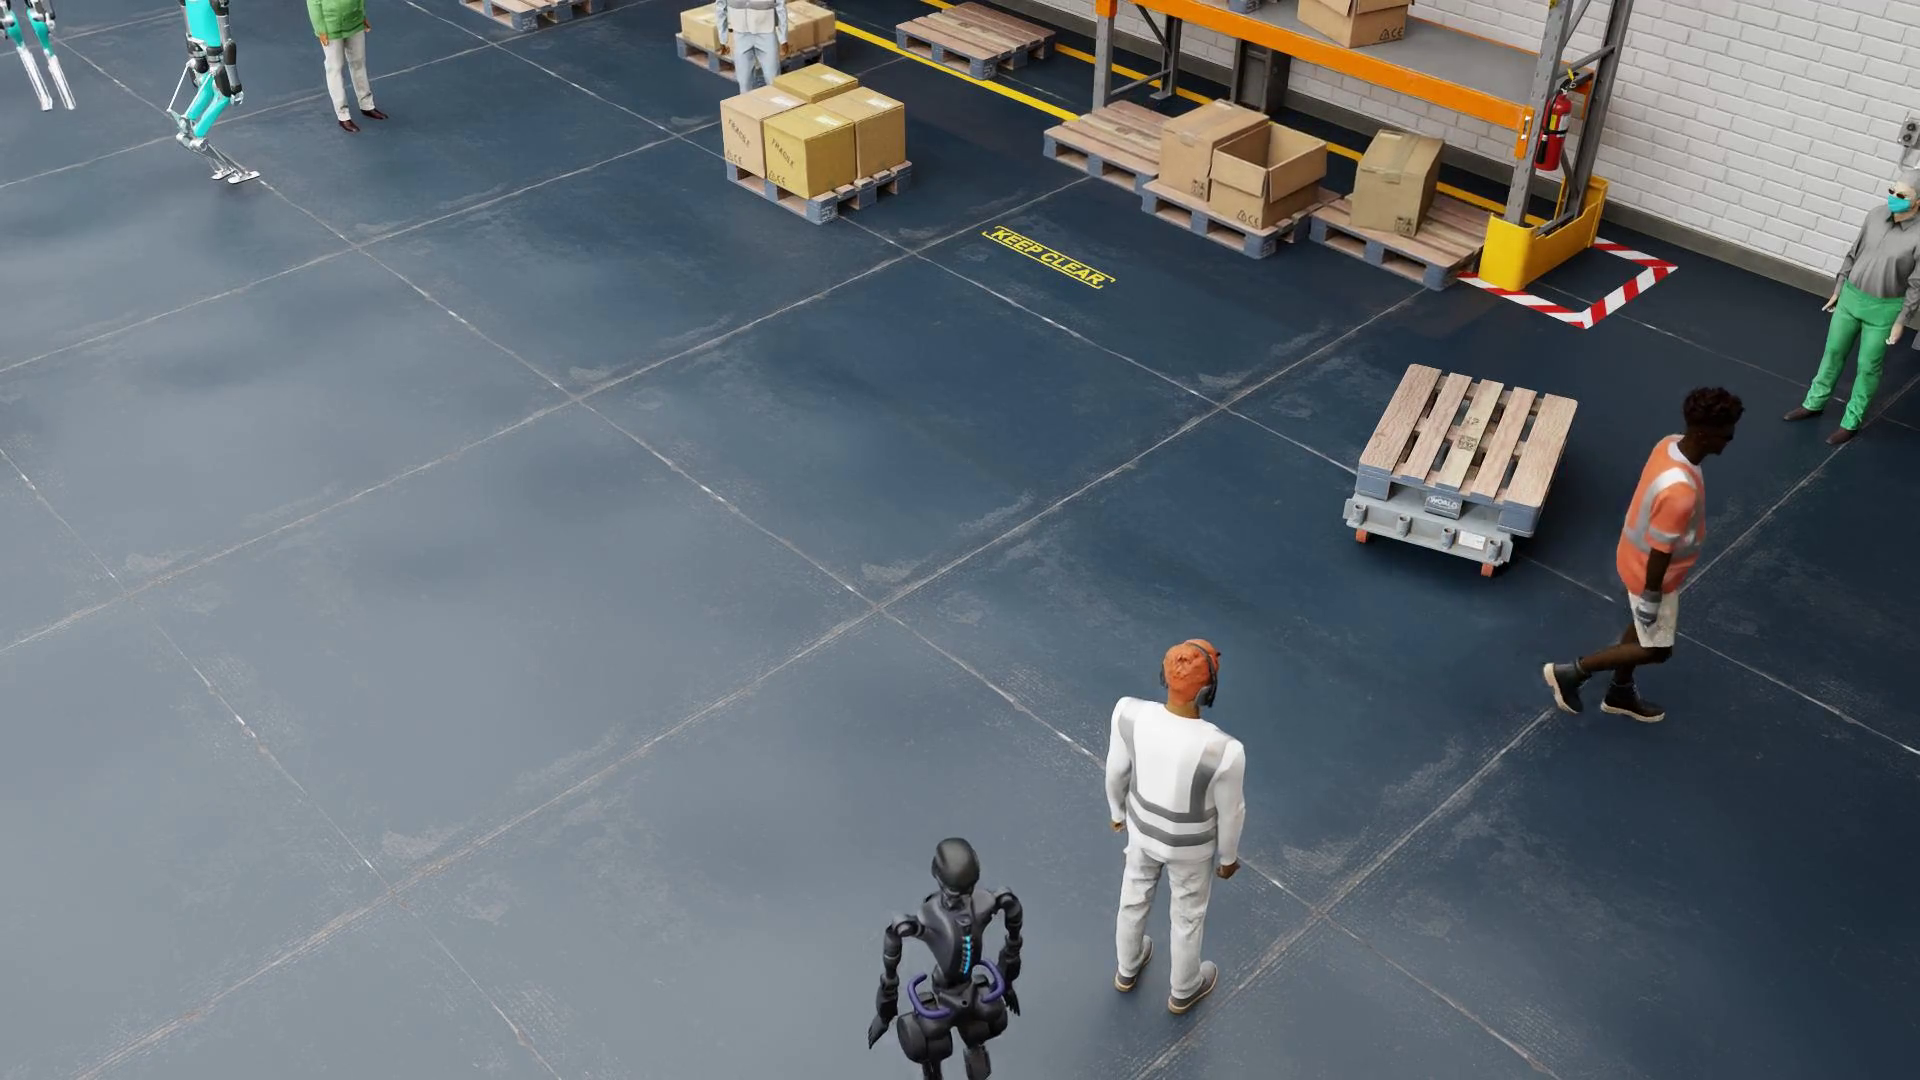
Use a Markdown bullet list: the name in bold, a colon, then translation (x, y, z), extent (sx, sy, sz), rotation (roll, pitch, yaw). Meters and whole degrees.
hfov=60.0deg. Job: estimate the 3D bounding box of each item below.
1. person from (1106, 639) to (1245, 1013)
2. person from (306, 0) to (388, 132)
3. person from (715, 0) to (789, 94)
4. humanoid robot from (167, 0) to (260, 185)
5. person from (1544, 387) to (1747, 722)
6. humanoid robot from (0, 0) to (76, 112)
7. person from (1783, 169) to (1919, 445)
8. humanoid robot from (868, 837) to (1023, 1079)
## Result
- **person**: translation (0.852, 1.163, 6.653), extent (0.572, 1.886, 0.357), rotation (21, 42, 25)
- **person**: translation (-5.243, -4.385, 14.083), extent (0.388, 1.784, 0.539), rotation (23, 43, 27)
- **person**: translation (-1.699, -4.174, 13.703), extent (0.598, 1.907, 0.400), rotation (3, 37, 5)
- **humanoid robot**: translation (-5.937, -3.562, 12.920), extent (0.533, 1.677, 0.735), rotation (21, 42, 26)
- **person**: translation (3.303, 0.109, 7.988), extent (0.531, 1.952, 0.613), rotation (12, 39, 15)
- **humanoid robot**: translation (-8.104, -4.549, 14.364), extent (0.530, 1.823, 0.678), rotation (-18, 41, -22)
- **person**: translation (5.558, -1.443, 10.140), extent (0.325, 1.839, 0.524), rotation (-18, 41, -23)
- **humanoid robot**: translation (-0.041, 1.716, 6.093), extent (0.591, 1.652, 0.360), rotation (-14, 39, -18)
